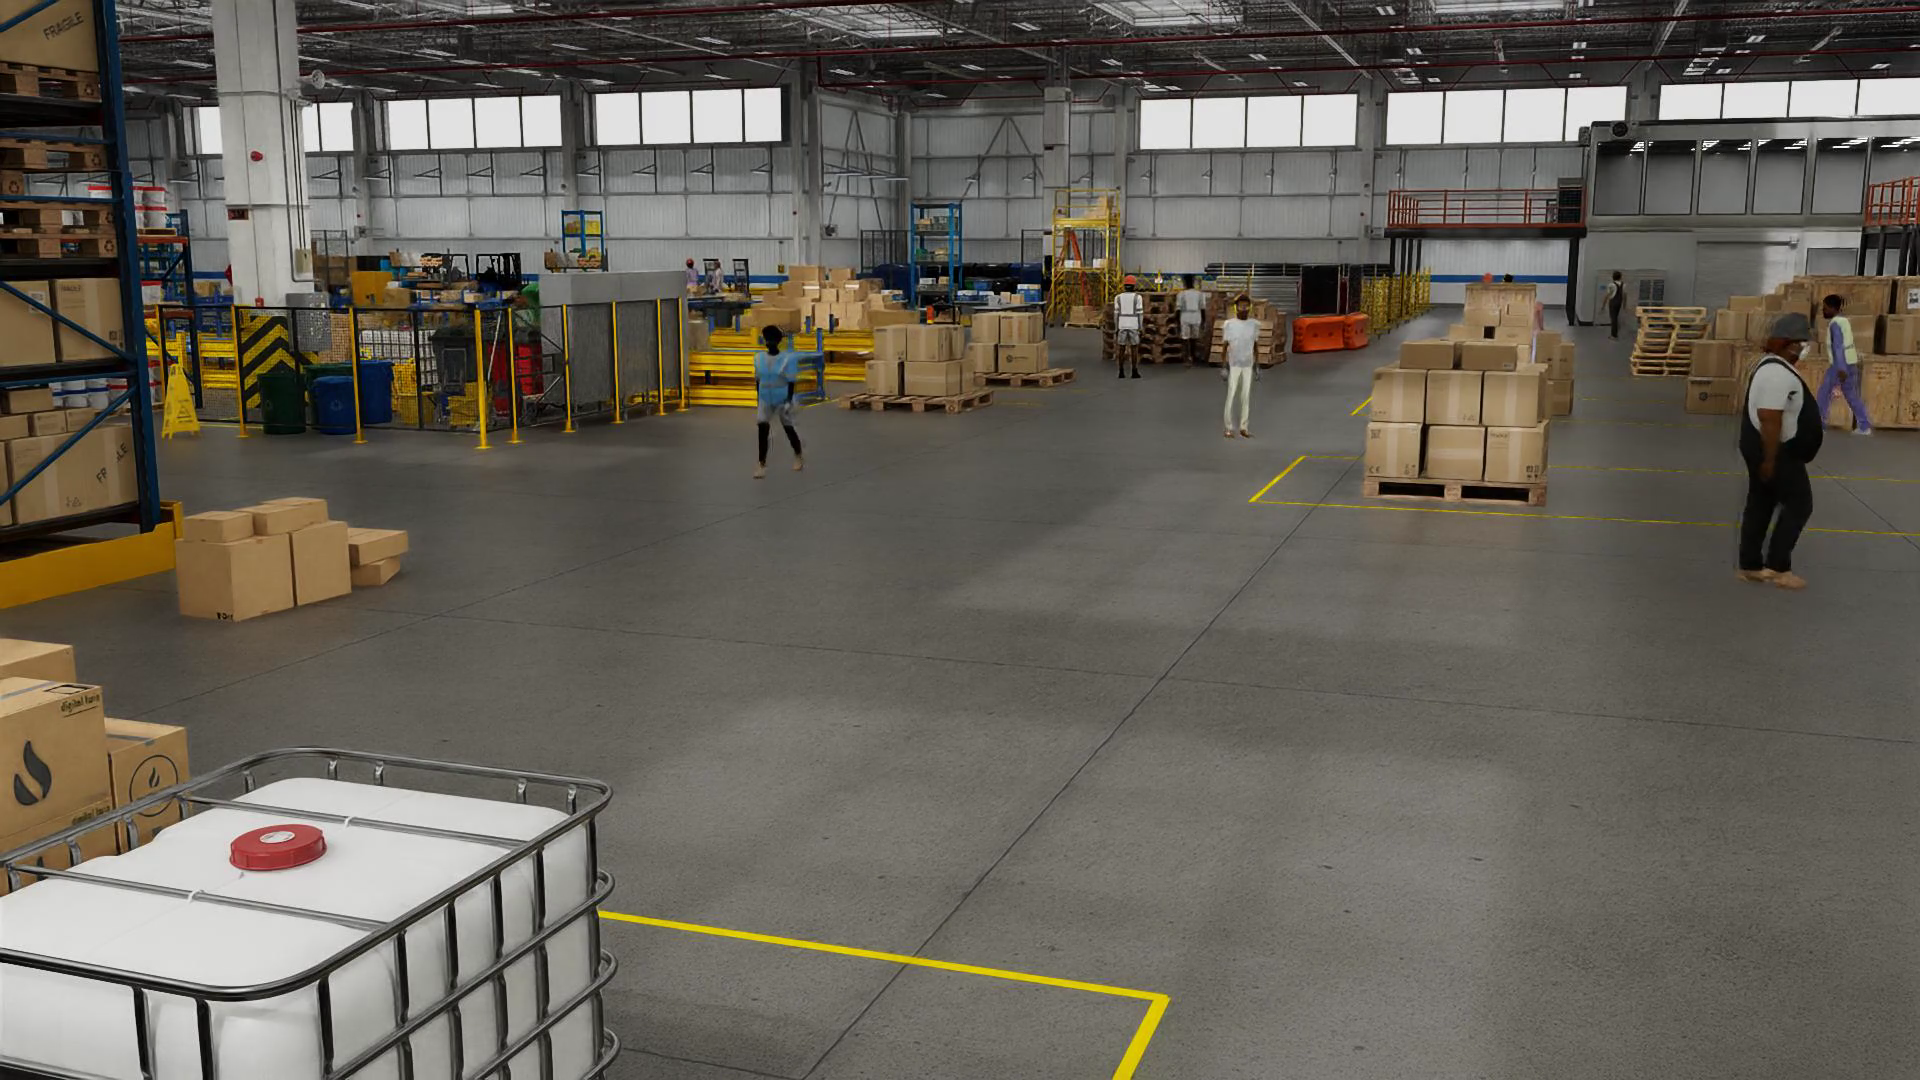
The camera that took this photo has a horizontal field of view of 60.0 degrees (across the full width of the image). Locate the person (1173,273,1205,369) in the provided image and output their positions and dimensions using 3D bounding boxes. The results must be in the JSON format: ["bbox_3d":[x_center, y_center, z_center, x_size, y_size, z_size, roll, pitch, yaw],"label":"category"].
[{"bbox_3d":[4.639,-4.431,33.638,0.652,1.953,0.572,-2,10,-10],"label":"person"}]

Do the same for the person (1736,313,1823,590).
[{"bbox_3d":[6.039,-0.661,12.159,0.613,2.000,0.686,3,11,18],"label":"person"}]

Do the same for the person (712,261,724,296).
[{"bbox_3d":[-8.788,-9.159,60.395,0.403,1.906,0.652,1,10,5],"label":"person"}]

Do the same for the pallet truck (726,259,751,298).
[{"bbox_3d":[-7.986,-9.493,62.019,0.823,1.965,1.885,3,11,17],"label":"pallet truck"}]

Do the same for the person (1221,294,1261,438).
[{"bbox_3d":[3.649,-2.250,21.596,0.534,1.868,0.310,-1,10,-8],"label":"person"}]

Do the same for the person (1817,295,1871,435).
[{"bbox_3d":[11.676,-2.303,21.976,0.855,1.860,0.611,8,13,38],"label":"person"}]

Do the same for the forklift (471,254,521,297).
[{"bbox_3d":[-17.990,-10.121,64.684,1.157,1.987,2.680,3,11,17],"label":"forklift"}]

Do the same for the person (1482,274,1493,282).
[{"bbox_3d":[11.162,-4.682,35.251,0.550,1.879,0.985,1,10,6],"label":"person"}]

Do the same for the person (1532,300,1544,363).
[{"bbox_3d":[10.961,-4.051,32.078,0.533,1.743,0.655,5,11,24],"label":"person"}]

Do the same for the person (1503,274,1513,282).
[{"bbox_3d":[11.991,-4.903,36.517,0.513,1.877,0.328,-1,10,-5],"label":"person"}]

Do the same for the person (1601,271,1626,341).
[{"bbox_3d":[17.128,-6.141,43.663,0.516,1.812,0.831,-2,10,-12],"label":"person"}]

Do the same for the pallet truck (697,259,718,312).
[{"bbox_3d":[-9.165,-9.627,62.776,0.823,1.965,1.885,4,11,23],"label":"pallet truck"}]

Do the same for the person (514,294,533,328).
[{"bbox_3d":[-7.816,-3.599,29.874,0.444,1.618,0.529,3,11,19],"label":"person"}]

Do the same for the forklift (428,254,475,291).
[{"bbox_3d":[-20.133,-10.254,65.465,1.157,1.987,2.680,3,11,19],"label":"forklift"}]

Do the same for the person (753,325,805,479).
[{"bbox_3d":[-1.973,-1.517,18.097,0.534,1.646,0.937,3,10,15],"label":"person"}]

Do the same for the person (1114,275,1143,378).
[{"bbox_3d":[3.180,-4.003,31.271,0.552,1.937,0.356,3,11,19],"label":"person"}]

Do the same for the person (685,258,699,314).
[{"bbox_3d":[-9.340,-8.736,57.668,0.401,2.035,0.602,9,13,40],"label":"person"}]
